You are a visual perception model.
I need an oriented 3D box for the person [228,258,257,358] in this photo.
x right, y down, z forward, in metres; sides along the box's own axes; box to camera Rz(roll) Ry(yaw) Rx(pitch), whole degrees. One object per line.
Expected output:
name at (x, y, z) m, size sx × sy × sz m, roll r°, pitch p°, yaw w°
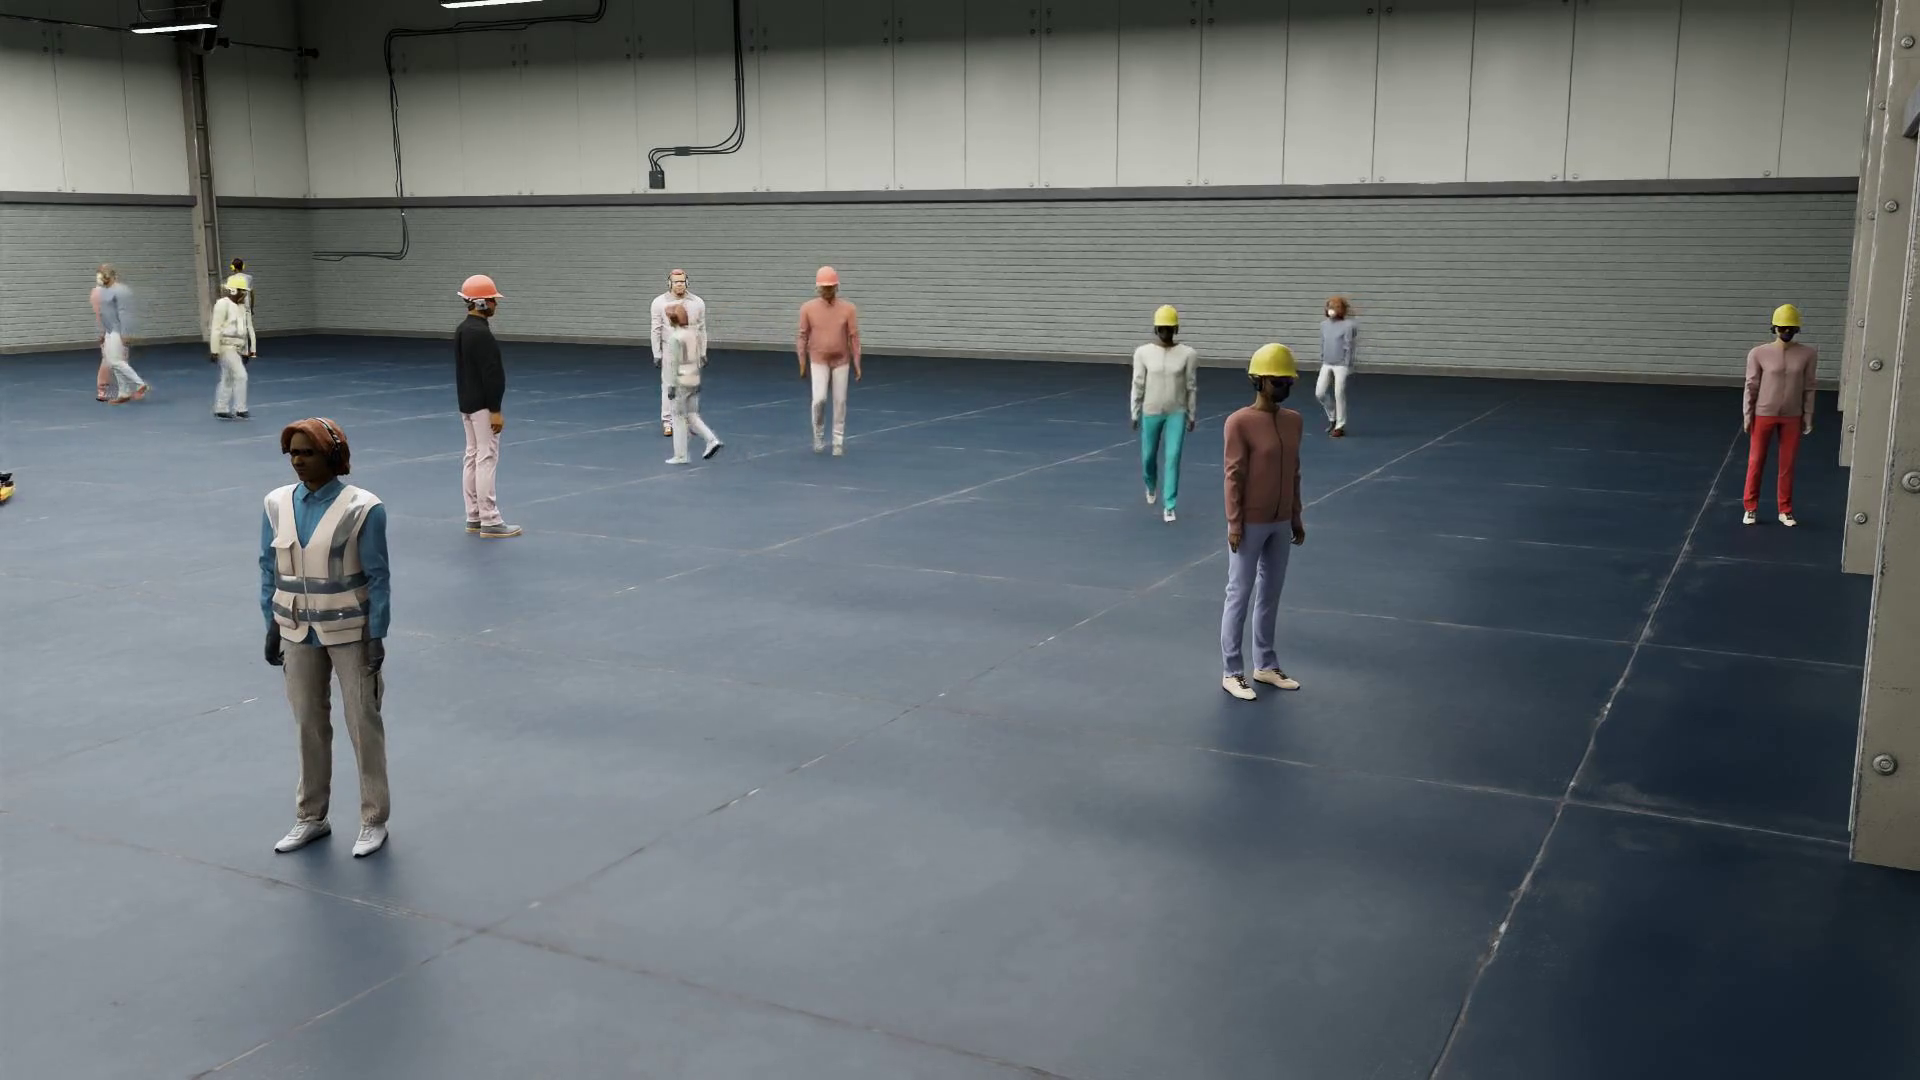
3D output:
person at (-13.529, -4.362, 31.314) m, size 0.328 × 1.865 × 0.521 m, roll 7°, pitch 13°, yaw 35°

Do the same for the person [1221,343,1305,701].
person at (1.522, -0.095, 8.309) m, size 0.525 × 1.770 × 0.307 m, roll -8°, pitch 13°, yaw -37°

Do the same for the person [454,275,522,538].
person at (-3.645, -1.019, 12.722) m, size 0.379 × 1.996 × 0.611 m, roll -7°, pitch 13°, yaw -35°

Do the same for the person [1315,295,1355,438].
person at (4.256, -1.963, 18.907) m, size 0.342 × 1.621 × 0.507 m, roll -8°, pitch 13°, yaw -39°

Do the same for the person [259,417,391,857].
person at (-2.348, 0.359, 6.181) m, size 0.512 × 1.641 × 0.307 m, roll 2°, pitch 11°, yaw 10°

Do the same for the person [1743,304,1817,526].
person at (6.469, -0.978, 13.151) m, size 0.520 × 1.761 × 0.335 m, roll 2°, pitch 11°, yaw 9°

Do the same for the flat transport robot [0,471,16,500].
flat transport robot at (-8.935, -0.428, 14.208) m, size 1.431 × 0.197 × 0.652 m, roll -4°, pitch 11°, yaw -21°

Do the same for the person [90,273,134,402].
person at (-11.830, -2.872, 23.191) m, size 0.495 × 1.868 × 0.734 m, roll 0°, pitch 10°, yaw 0°

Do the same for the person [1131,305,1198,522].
person at (1.670, -1.053, 13.612) m, size 0.531 × 1.748 × 0.704 m, roll 1°, pitch 10°, yaw 6°

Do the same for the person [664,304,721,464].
person at (-2.715, -1.559, 16.682) m, size 0.472 × 1.619 × 0.548 m, roll 3°, pitch 11°, yaw 16°

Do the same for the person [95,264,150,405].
person at (-11.494, -2.795, 22.671) m, size 0.448 × 1.904 × 0.652 m, roll -10°, pitch 14°, yaw -43°

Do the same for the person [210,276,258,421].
person at (-8.972, -2.368, 20.617) m, size 0.695 × 1.793 × 0.611 m, roll 0°, pitch 10°, yaw -2°

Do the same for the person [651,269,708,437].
person at (-3.207, -2.143, 19.095) m, size 0.655 × 1.906 × 0.407 m, roll -5°, pitch 11°, yaw -23°

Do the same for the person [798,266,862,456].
person at (-1.351, -1.855, 17.323) m, size 0.637 × 1.973 × 0.434 m, roll -2°, pitch 11°, yaw -10°
